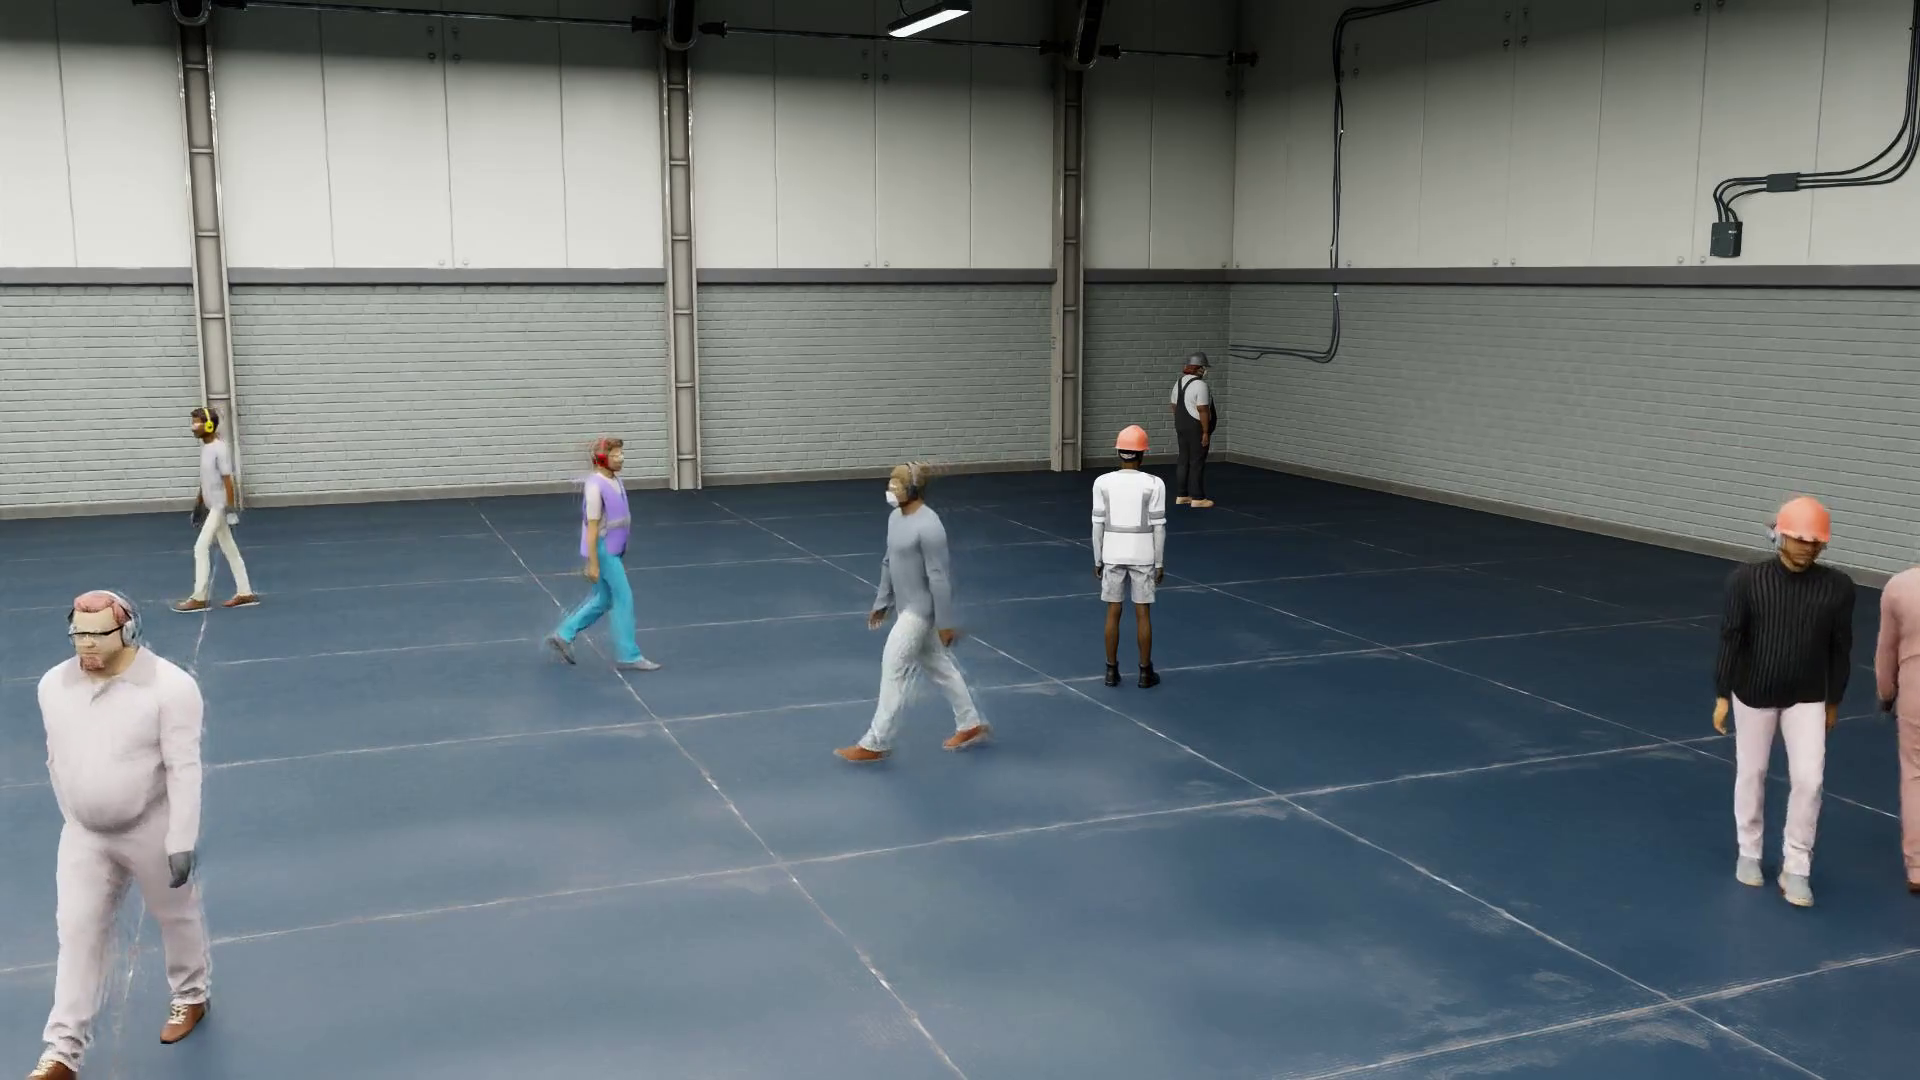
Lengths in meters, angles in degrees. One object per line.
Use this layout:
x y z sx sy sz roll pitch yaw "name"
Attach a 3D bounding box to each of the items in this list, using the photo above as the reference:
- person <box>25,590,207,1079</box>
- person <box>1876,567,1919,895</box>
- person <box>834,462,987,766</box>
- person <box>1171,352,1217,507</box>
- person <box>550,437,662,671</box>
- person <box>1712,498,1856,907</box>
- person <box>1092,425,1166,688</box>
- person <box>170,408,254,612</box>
-3.183 1.118 6.278 0.649 1.854 0.995 0 9 -1 "person"
4.936 0.787 8.294 0.664 1.869 0.882 7 11 38 "person"
-0.267 0.449 10.410 1.039 1.893 0.631 -3 10 -18 "person"
3.119 -1.463 21.902 0.536 2.000 0.688 -5 10 -26 "person"
-2.755 0.105 12.765 0.835 1.821 0.573 1 9 5 "person"
3.984 0.776 8.067 0.632 1.964 0.748 3 10 18 "person"
1.245 0.125 12.254 0.547 1.938 0.377 3 9 18 "person"
-6.844 -0.268 15.021 0.847 1.834 0.540 -6 11 -34 "person"
